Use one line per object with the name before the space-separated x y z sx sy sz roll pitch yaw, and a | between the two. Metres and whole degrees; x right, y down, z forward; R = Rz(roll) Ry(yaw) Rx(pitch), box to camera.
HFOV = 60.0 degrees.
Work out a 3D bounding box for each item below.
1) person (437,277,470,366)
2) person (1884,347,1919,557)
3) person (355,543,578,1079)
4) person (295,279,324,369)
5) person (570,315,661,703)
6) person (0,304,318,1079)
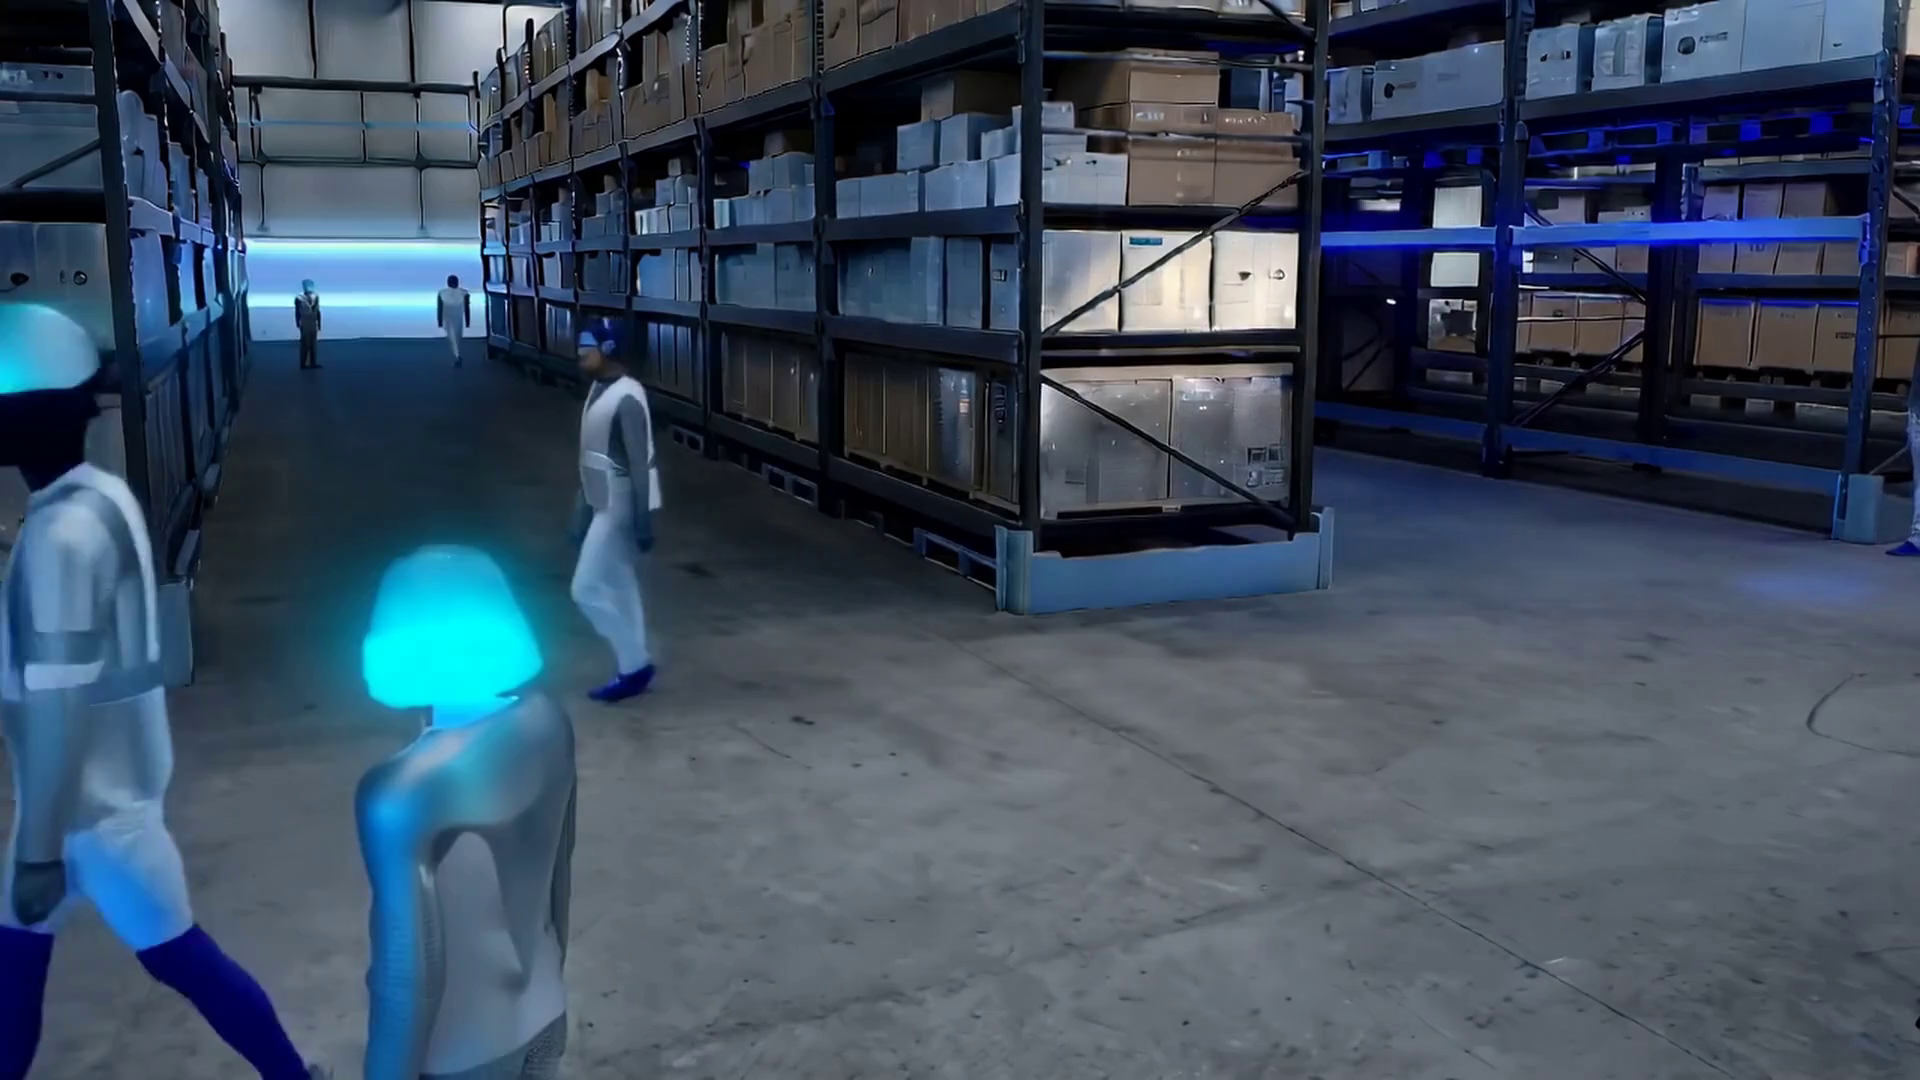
person | -10.193 -4.397 33.503 0.606 1.785 0.981 -6 11 -33
person | 6.752 -0.776 11.437 0.410 1.904 0.639 -2 10 -13
person | -0.792 0.814 2.714 0.286 1.633 0.500 3 10 18
person | -12.677 -4.201 32.436 0.361 1.742 0.563 4 10 22
person | -1.644 -0.138 7.824 0.454 1.829 0.581 -3 10 -20
person | -1.868 0.499 3.552 1.032 1.994 0.623 -5 11 -26
